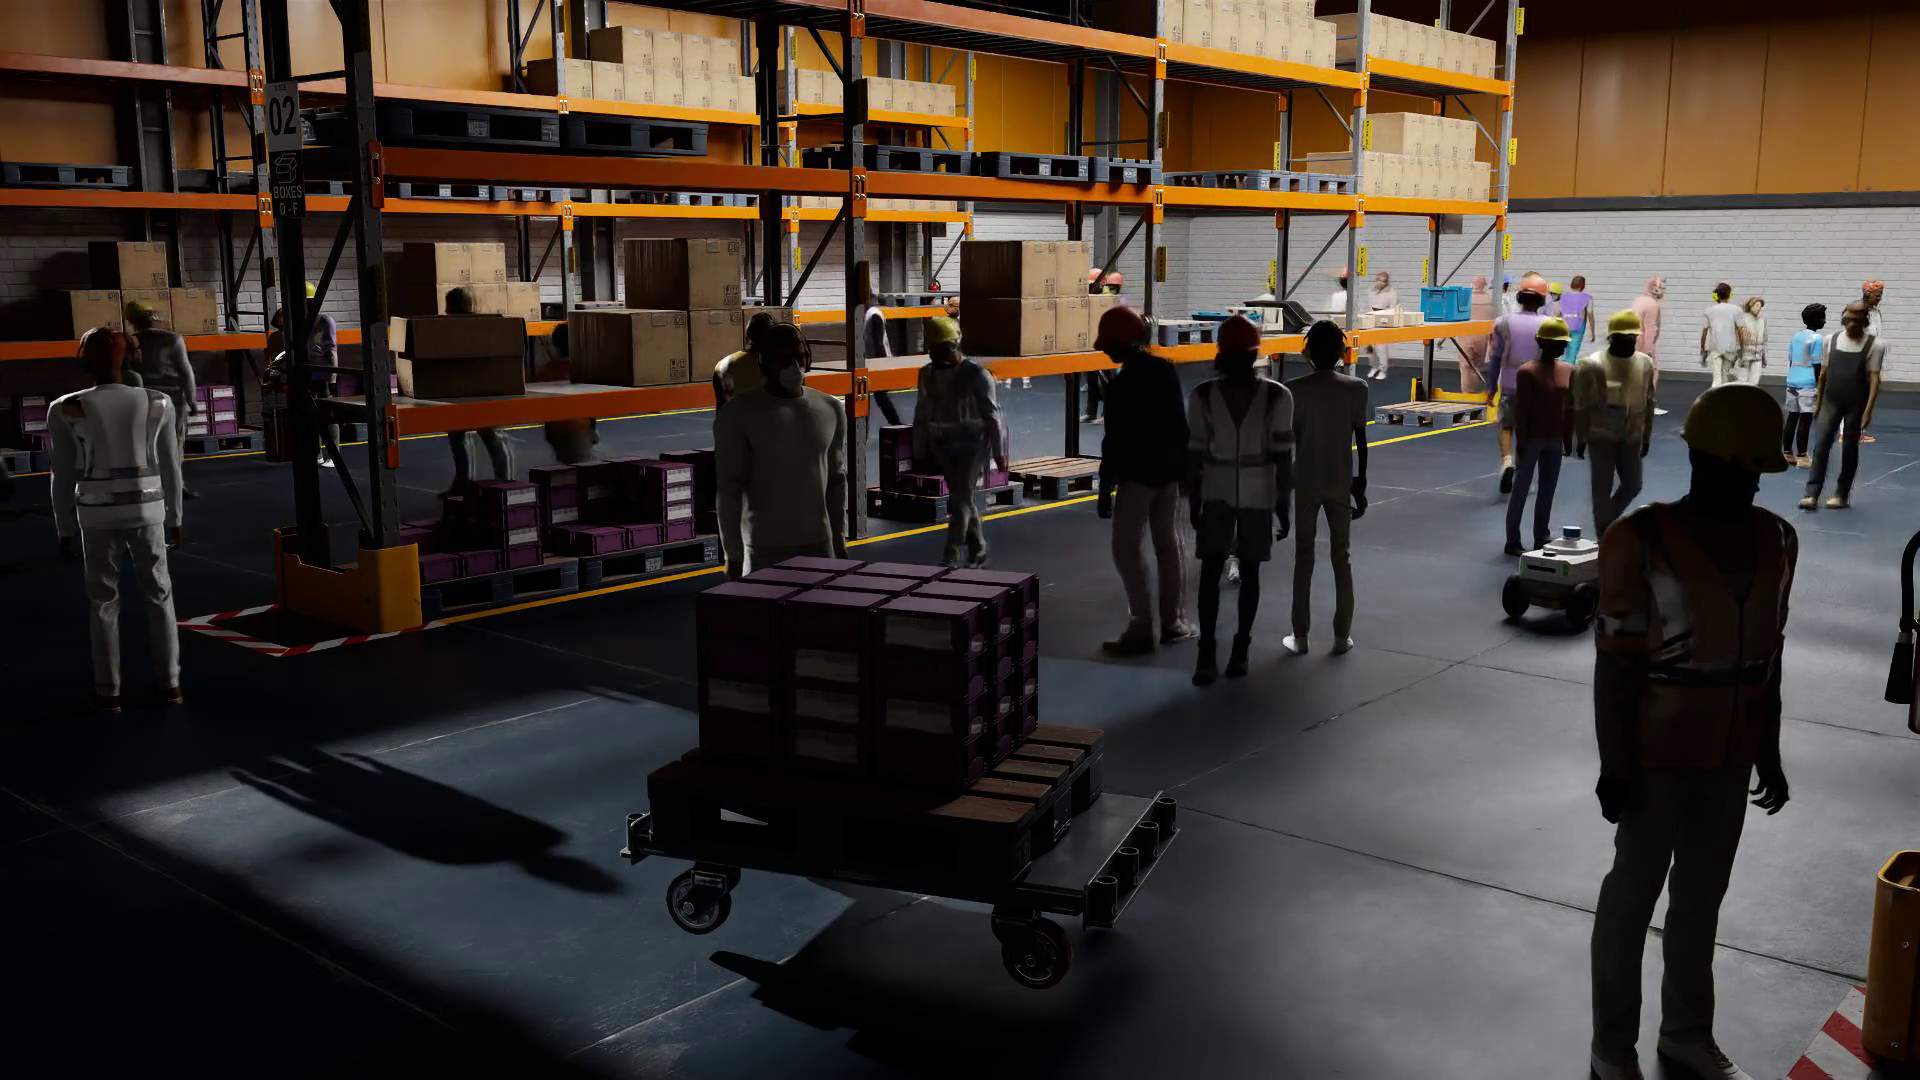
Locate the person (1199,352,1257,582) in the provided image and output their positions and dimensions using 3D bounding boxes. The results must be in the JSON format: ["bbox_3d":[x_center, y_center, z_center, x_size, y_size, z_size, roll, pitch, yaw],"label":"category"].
[{"bbox_3d":[1.864,-0.579,11.398,0.492,1.701,0.900,-2,10,-11],"label":"person"}]

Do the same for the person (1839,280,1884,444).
[{"bbox_3d":[10.469,-2.059,19.273,0.573,1.887,0.356,-7,12,-34],"label":"person"}]

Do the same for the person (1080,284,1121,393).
[{"bbox_3d":[2.235,-3.145,25.944,0.887,1.718,0.537,-1,10,-7],"label":"person"}]

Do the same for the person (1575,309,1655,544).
[{"bbox_3d":[4.813,-0.793,12.258,0.606,1.815,0.536,-1,10,-3],"label":"person"}]

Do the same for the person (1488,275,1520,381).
[{"bbox_3d":[7.515,-2.693,22.806,0.667,1.912,0.674,7,12,36],"label":"person"}]

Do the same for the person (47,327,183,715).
[{"bbox_3d":[-4.082,-0.090,8.093,0.579,1.878,0.345,-7,12,-36],"label":"person"}]

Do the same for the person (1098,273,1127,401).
[{"bbox_3d":[2.267,-3.023,24.762,0.565,1.886,0.995,10,14,43],"label":"person"}]

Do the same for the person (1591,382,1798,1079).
[{"bbox_3d":[1.934,0.541,4.374,0.584,1.919,0.375,-3,10,-17],"label":"person"}]

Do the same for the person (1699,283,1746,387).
[{"bbox_3d":[10.002,-2.460,21.813,0.547,1.816,0.937,4,11,20],"label":"person"}]

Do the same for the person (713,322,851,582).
[{"bbox_3d":[-0.755,0.028,7.239,0.635,1.938,0.361,-7,12,-34],"label":"person"}]

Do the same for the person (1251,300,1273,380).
[{"bbox_3d":[3.670,-2.105,20.255,0.311,1.634,0.519,-6,12,-32],"label":"person"}]

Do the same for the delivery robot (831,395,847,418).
[{"bbox_3d":[-1.665,-1.611,20.242,0.707,0.478,0.477,3,10,15],"label":"delivery robot"}]

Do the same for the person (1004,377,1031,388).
[{"bbox_3d":[0.908,-3.431,26.798,0.611,1.986,0.392,1,10,5],"label":"person"}]

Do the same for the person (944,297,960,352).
[{"bbox_3d":[-0.073,-2.371,21.799,0.295,1.623,0.507,4,11,20],"label":"person"}]

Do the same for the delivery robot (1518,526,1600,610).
[{"bbox_3d":[3.727,0.160,10.159,0.707,0.478,0.477,-9,13,-41],"label":"delivery robot"}]

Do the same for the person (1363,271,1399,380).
[{"bbox_3d":[7.190,-3.663,28.482,0.532,1.862,0.680,-9,14,-43],"label":"person"}]

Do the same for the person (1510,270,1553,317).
[{"bbox_3d":[8.108,-2.871,23.744,0.635,1.937,0.353,1,10,7],"label":"person"}]

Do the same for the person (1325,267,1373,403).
[{"bbox_3d":[5.316,-2.710,22.645,1.088,1.984,0.618,-6,11,-29],"label":"person"}]

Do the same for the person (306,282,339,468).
[{"bbox_3d":[-6.665,-1.696,17.123,0.588,1.919,0.402,4,11,21],"label":"person"}]

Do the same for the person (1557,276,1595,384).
[{"bbox_3d":[10.114,-3.428,27.338,0.592,1.790,0.988,9,13,42],"label":"person"}]

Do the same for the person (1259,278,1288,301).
[{"bbox_3d":[4.927,-3.186,25.820,0.514,1.848,0.714,-4,11,-24],"label":"person"}]

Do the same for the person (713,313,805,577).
[{"bbox_3d":[-1.292,-0.570,10.948,0.621,1.837,0.429,1,10,8],"label":"person"}]

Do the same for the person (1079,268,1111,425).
[{"bbox_3d":[1.750,-2.469,21.295,0.396,1.992,0.623,-8,13,-37],"label":"person"}]

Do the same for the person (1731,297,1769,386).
[{"bbox_3d":[10.388,-2.401,21.982,0.518,1.625,0.445,-2,10,-12],"label":"person"}]

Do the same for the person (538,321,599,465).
[{"bbox_3d":[-3.123,-0.888,13.147,0.532,1.682,0.556,6,11,29],"label":"person"}]

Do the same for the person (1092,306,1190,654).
[{"bbox_3d":[1.065,-0.344,9.371,0.384,1.949,0.759,10,14,44],"label":"person"}]

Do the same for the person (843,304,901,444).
[{"bbox_3d":[-0.990,-2.018,19.094,0.705,1.896,0.617,-6,11,-29],"label":"person"}]

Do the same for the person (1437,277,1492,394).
[{"bbox_3d":[7.284,-2.828,23.811,0.792,1.835,0.966,1,10,5],"label":"person"}]

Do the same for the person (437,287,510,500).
[{"bbox_3d":[-4.346,-1.261,14.656,0.771,1.901,0.660,-5,11,-25],"label":"person"}]

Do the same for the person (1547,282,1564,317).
[{"bbox_3d":[9.141,-3.119,25.762,0.831,1.713,0.544,0,10,2],"label":"person"}]

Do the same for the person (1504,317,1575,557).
[{"bbox_3d":[4.274,-0.743,12.157,0.523,1.759,0.351,-4,11,-23],"label":"person"}]

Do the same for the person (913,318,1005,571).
[{"bbox_3d":[-0.045,-0.613,11.320,0.610,1.783,0.878,8,13,39],"label":"person"}]

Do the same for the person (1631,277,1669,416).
[{"bbox_3d":[9.209,-2.589,22.377,0.671,1.863,0.645,0,10,-1],"label":"person"}]

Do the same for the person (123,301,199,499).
[{"bbox_3d":[-7.166,-1.230,14.861,0.652,1.786,0.426,0,10,2],"label":"person"}]

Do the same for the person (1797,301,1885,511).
[{"bbox_3d":[7.489,-1.120,14.148,0.535,1.803,0.882,10,14,43],"label":"person"}]

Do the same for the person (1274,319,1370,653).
[{"bbox_3d":[2.010,-0.290,9.267,0.520,1.865,0.328,1,10,3],"label":"person"}]

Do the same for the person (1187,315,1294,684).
[{"bbox_3d":[1.431,-0.195,8.572,0.556,1.908,0.741,2,10,12],"label":"person"}]

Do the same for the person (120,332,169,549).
[{"bbox_3d":[-6.194,-0.730,12.417,0.501,1.633,0.286,8,13,38],"label":"person"}]

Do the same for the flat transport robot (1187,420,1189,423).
[{"bbox_3d":[2.360,-1.266,19.351,0.652,0.197,1.431,8,13,40],"label":"flat transport robot"}]

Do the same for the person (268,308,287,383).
[{"bbox_3d":[-7.238,-1.686,17.895,0.497,1.625,0.281,8,13,38],"label":"person"}]

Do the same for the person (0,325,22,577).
[{"bbox_3d":[-6.695,-0.678,11.312,0.447,1.920,0.543,-3,10,-18],"label":"person"}]

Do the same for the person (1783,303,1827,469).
[{"bbox_3d":[8.684,-1.581,17.079,0.322,1.699,0.535,0,10,-2],"label":"person"}]

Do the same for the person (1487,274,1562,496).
[{"bbox_3d":[5.081,-1.379,15.009,0.633,2.024,0.667,4,11,22],"label":"person"}]
